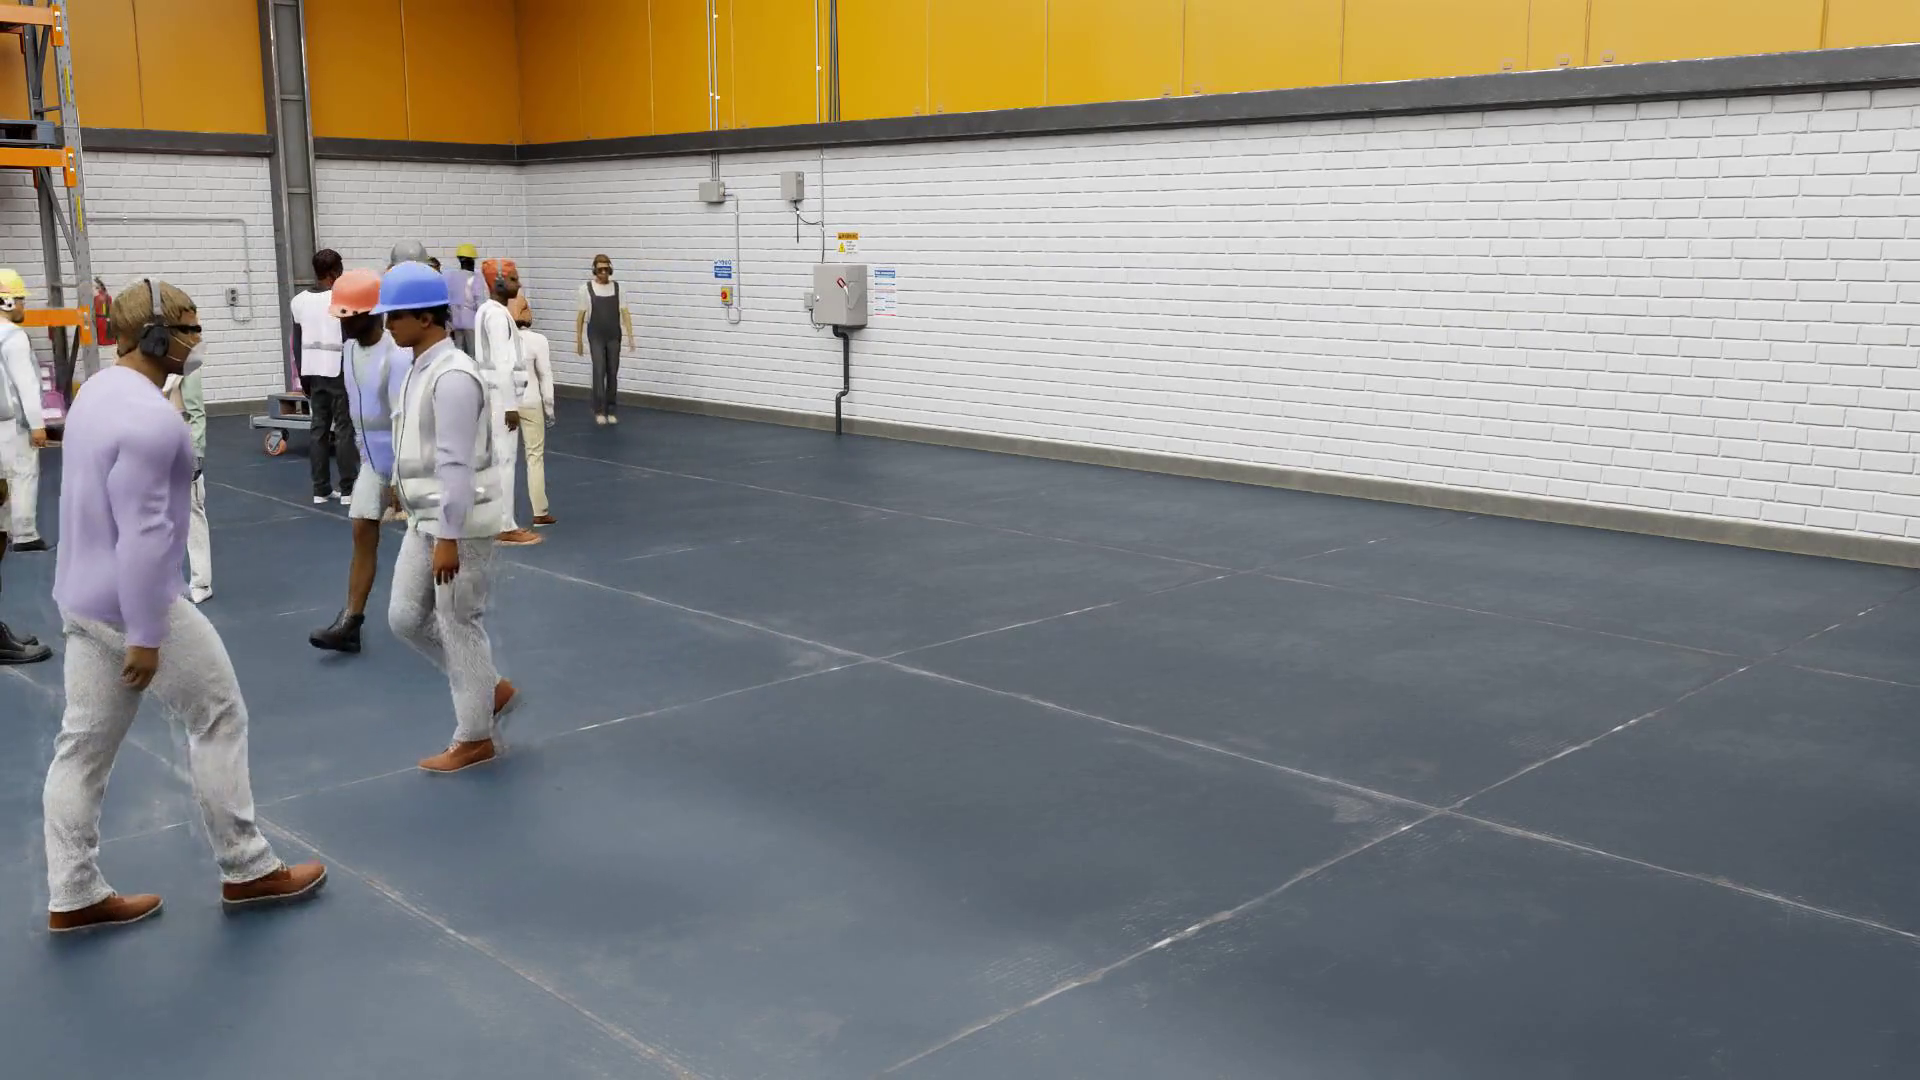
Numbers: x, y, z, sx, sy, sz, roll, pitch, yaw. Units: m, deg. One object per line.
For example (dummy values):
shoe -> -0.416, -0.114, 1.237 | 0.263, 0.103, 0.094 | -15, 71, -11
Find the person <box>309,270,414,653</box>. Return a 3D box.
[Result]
person -> -2.801, -0.384, 8.149 | 0.549, 1.847, 1.050 | 6, 12, 31

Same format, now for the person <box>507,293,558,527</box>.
person -> -3.061, -0.901, 11.559 | 0.500, 1.636, 0.284 | 1, 10, 4

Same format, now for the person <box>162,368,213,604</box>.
person -> -4.345, -0.457, 9.128 | 0.513, 1.641, 0.309 | 4, 11, 21

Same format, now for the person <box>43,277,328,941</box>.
person -> -2.312, 0.196, 4.869 | 0.874, 1.895, 0.636 | -10, 14, -44

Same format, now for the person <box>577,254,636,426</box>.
person -> -3.749, -2.110, 17.661 | 0.542, 1.819, 0.683 | -5, 12, -26

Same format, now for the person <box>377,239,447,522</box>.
person -> -3.822, -1.179, 11.973 | 1.029, 2.000, 0.698 | -8, 13, -36

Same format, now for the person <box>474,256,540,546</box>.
person -> -2.999, -0.906, 10.910 | 0.338, 1.882, 0.582 | -5, 11, -23

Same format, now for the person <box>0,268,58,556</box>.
person -> -5.969, -0.793, 10.474 | 0.612, 1.813, 0.423 | 7, 12, 33

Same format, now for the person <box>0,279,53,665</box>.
person -> -4.598, -0.374, 7.866 | 0.356, 1.937, 0.552 | -8, 13, -38

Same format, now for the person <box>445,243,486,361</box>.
person -> -5.877, -2.576, 19.905 | 0.594, 1.922, 0.386 | 5, 12, 26

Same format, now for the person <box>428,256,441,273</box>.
person -> -5.341, -1.901, 16.502 | 0.675, 1.833, 0.535 | 5, 12, 26

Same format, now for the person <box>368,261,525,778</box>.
person -> -1.934, -0.066, 6.228 | 0.438, 1.931, 0.612 | -8, 13, -35

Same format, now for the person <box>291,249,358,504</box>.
person -> -4.747, -1.222, 12.550 | 0.609, 1.914, 0.390 | 4, 11, 20
